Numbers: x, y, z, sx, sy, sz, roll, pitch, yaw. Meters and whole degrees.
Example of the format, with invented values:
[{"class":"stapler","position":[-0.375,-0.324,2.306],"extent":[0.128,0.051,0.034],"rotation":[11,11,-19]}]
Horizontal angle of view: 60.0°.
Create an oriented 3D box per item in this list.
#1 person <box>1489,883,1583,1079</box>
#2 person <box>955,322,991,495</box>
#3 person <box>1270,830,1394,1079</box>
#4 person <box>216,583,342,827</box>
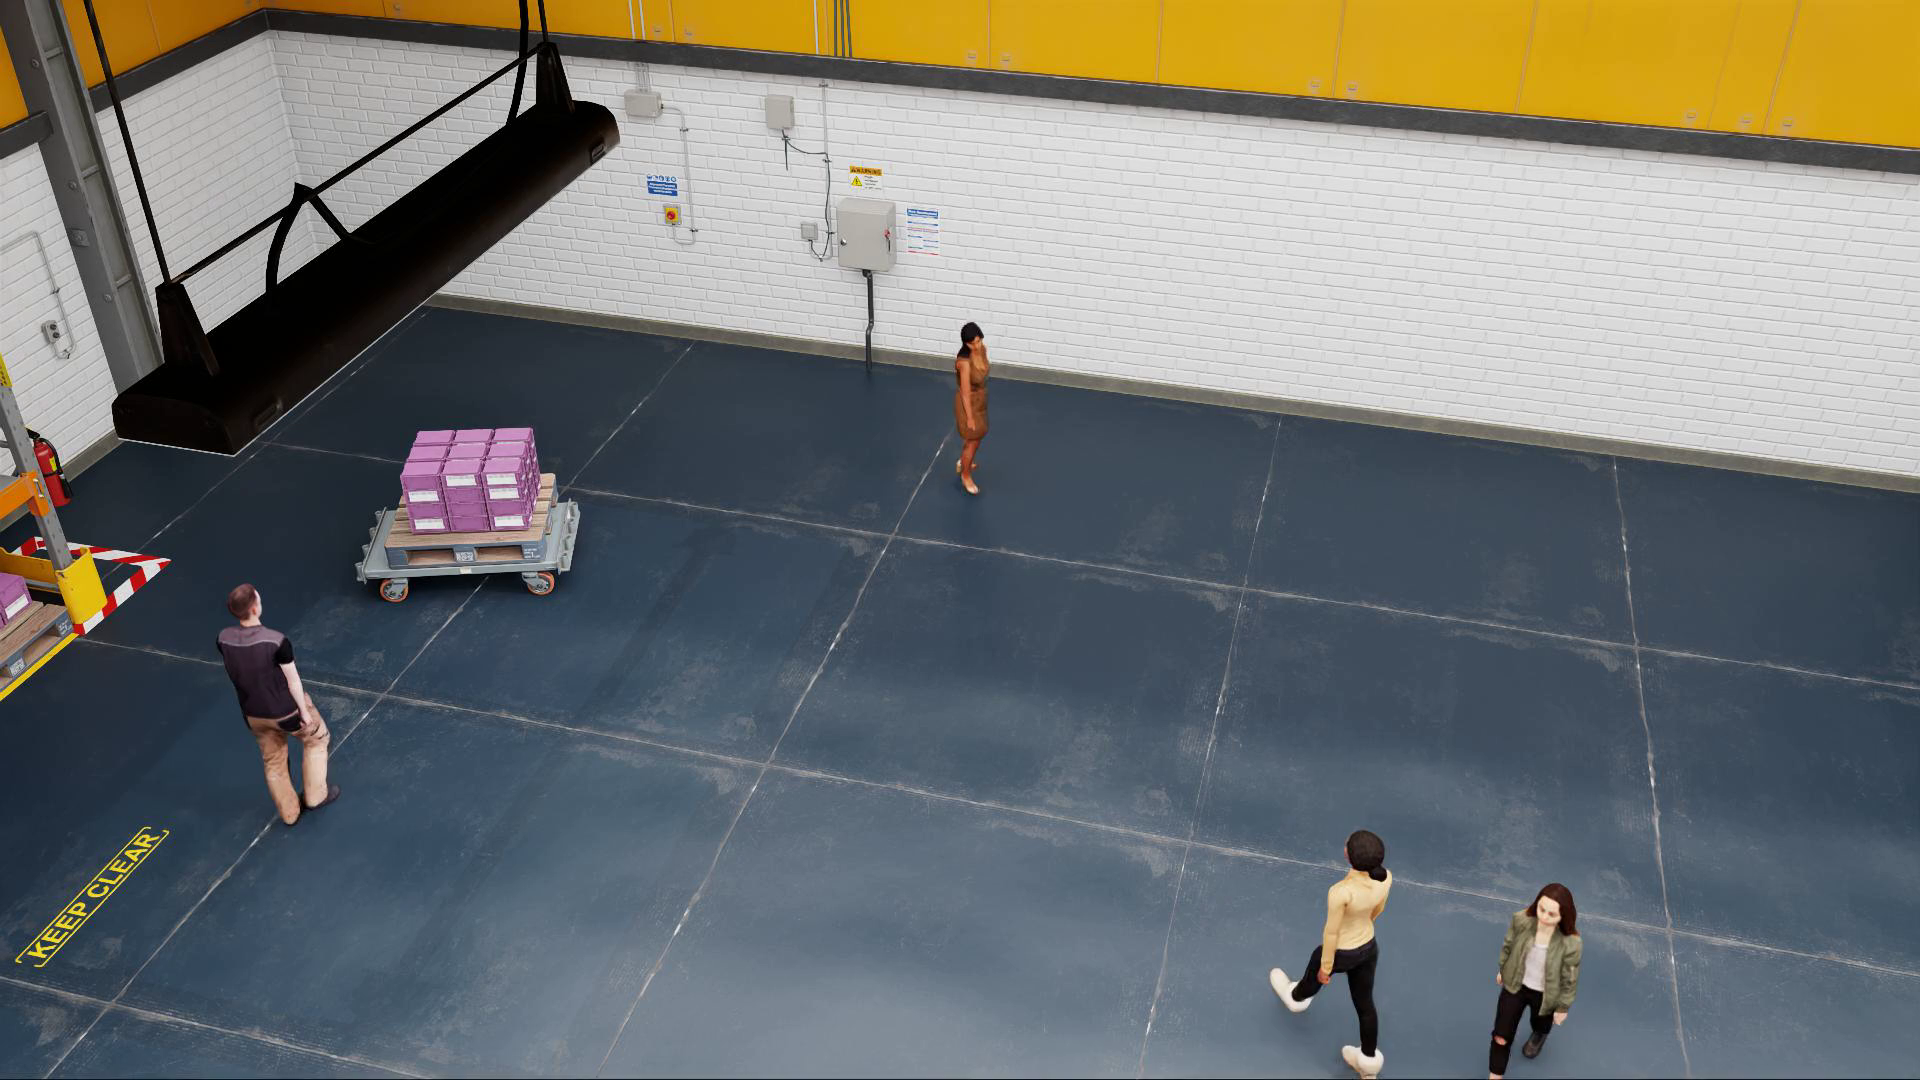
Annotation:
[{"class":"person","position":[3.142,2.409,9.025],"extent":[0.837,1.446,1.055],"rotation":[23,40,31]},{"class":"person","position":[0.098,-1.139,14.173],"extent":[0.810,1.655,0.560],"rotation":[6,34,8]},{"class":"person","position":[2.173,2.290,9.053],"extent":[1.044,1.614,1.164],"rotation":[-14,36,-20]},{"class":"person","position":[-4.431,1.120,10.622],"extent":[0.702,1.825,0.655],"rotation":[6,34,9]}]
